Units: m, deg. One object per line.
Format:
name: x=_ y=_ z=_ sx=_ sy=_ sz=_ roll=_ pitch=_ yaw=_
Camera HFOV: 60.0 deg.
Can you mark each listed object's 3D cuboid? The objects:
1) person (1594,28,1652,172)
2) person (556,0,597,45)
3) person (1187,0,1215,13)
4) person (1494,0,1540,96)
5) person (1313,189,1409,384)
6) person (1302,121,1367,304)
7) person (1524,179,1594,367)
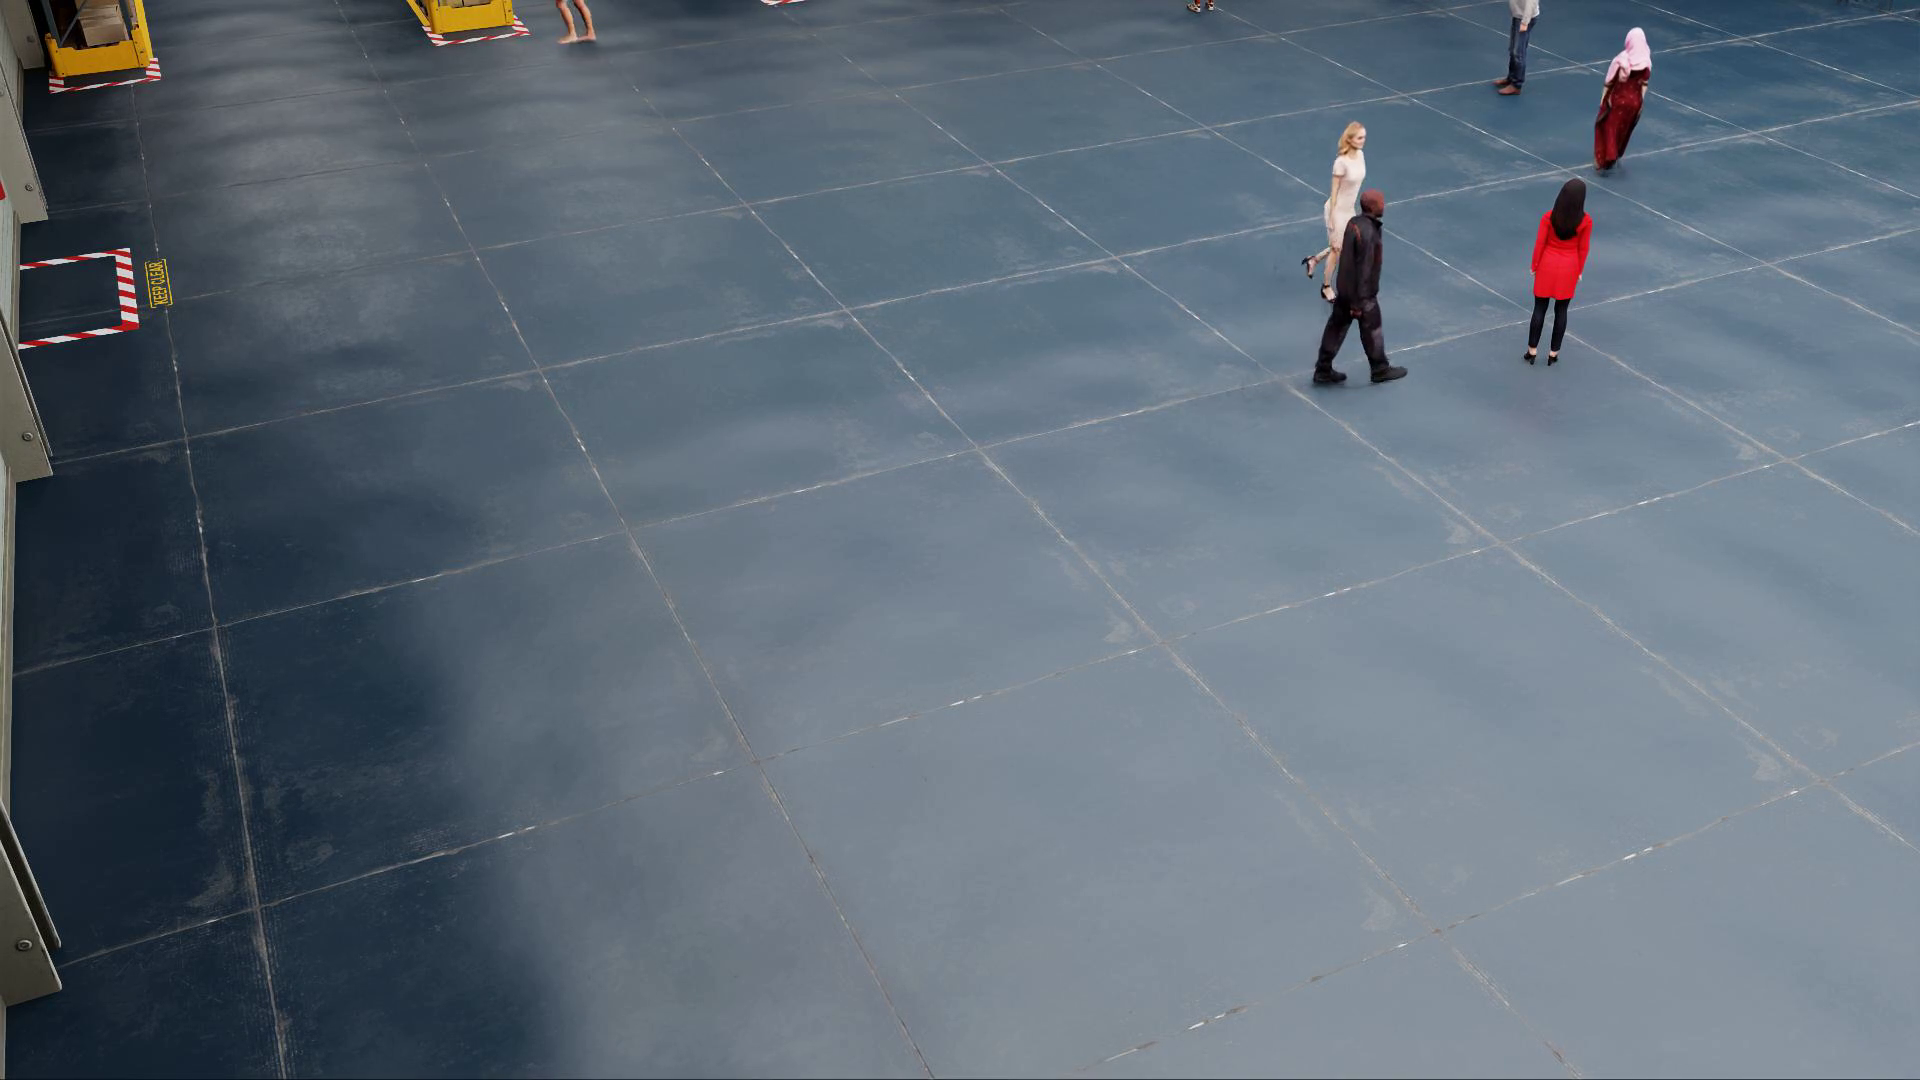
person: x=7.536 y=-4.980 z=18.906 sx=0.906 sy=1.622 sz=1.016 roll=4 pitch=33 yaw=6
person: x=-5.311 y=-7.834 z=23.104 sx=0.808 sy=1.829 sz=0.787 roll=-2 pitch=33 yaw=-3
person: x=3.635 y=-8.744 z=24.523 sx=0.637 sy=1.808 sz=0.557 roll=-10 pitch=34 yaw=-16
person: x=7.206 y=-6.686 z=21.269 sx=0.902 sy=1.904 sz=0.766 roll=4 pitch=33 yaw=6
person: x=3.335 y=-2.161 z=14.407 sx=0.996 sy=1.801 sz=1.104 roll=-4 pitch=33 yaw=-7
person: x=3.574 y=-3.146 z=15.911 sx=0.743 sy=1.812 sz=0.879 roll=-23 pitch=40 yaw=-31
person: x=5.312 y=-2.378 z=14.790 sx=0.736 sy=1.748 sz=0.789 roll=9 pitch=34 yaw=13
